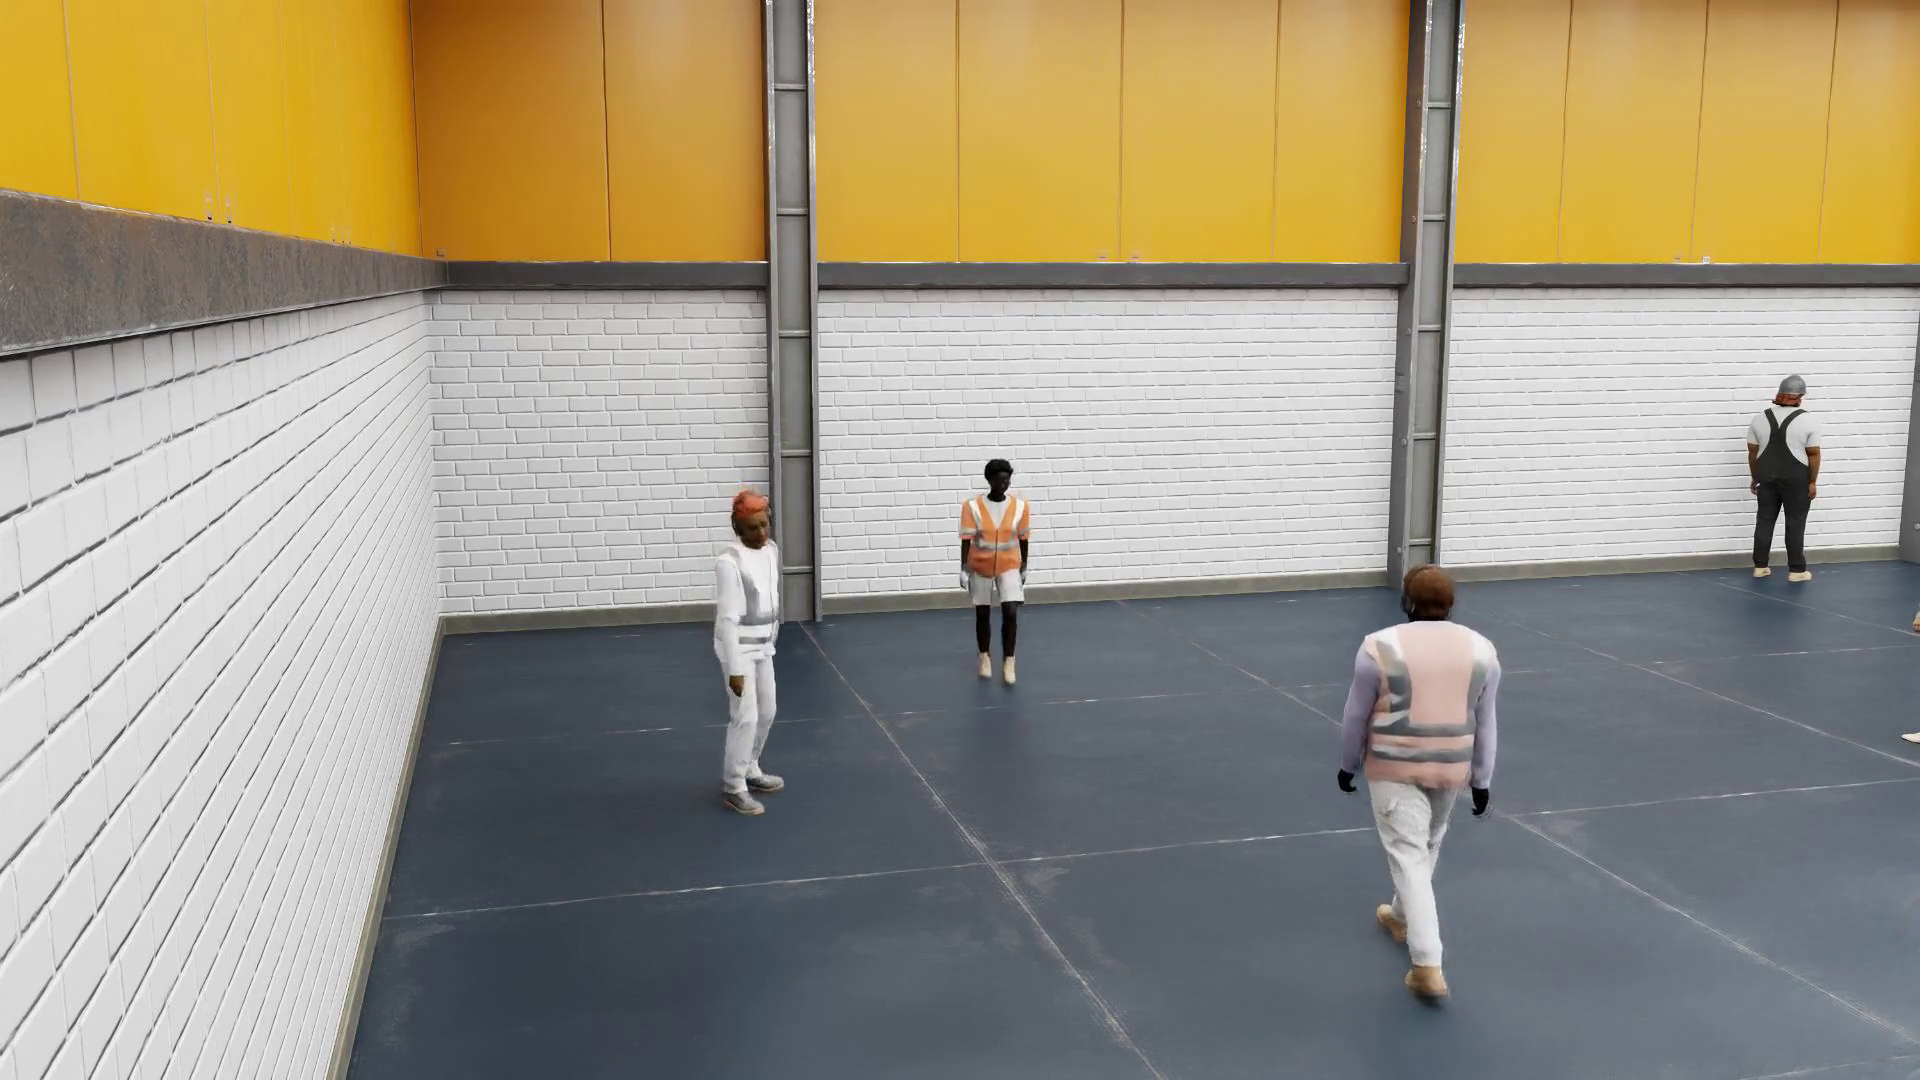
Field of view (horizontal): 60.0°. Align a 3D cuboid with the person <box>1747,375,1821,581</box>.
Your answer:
[{"bbox_3d":[8.198,-0.622,16.506,0.536,2.000,0.679,-8,12,-40],"label":"person"}]

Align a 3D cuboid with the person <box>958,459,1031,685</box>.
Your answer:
[{"bbox_3d":[0.258,0.237,12.267,0.544,1.673,0.680,0,9,-2],"label":"person"}]

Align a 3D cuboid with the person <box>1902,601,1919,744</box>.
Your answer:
[{"bbox_3d":[6.338,0.448,10.686,0.533,1.765,0.319,-4,10,-23],"label":"person"}]

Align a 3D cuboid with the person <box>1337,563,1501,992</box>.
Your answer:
[{"bbox_3d":[1.986,0.995,7.193,0.626,1.802,0.949,-2,9,-10],"label":"person"}]

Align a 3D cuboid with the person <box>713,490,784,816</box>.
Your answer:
[{"bbox_3d":[-1.201,0.625,9.299,0.449,1.853,0.644,4,10,21],"label":"person"}]
